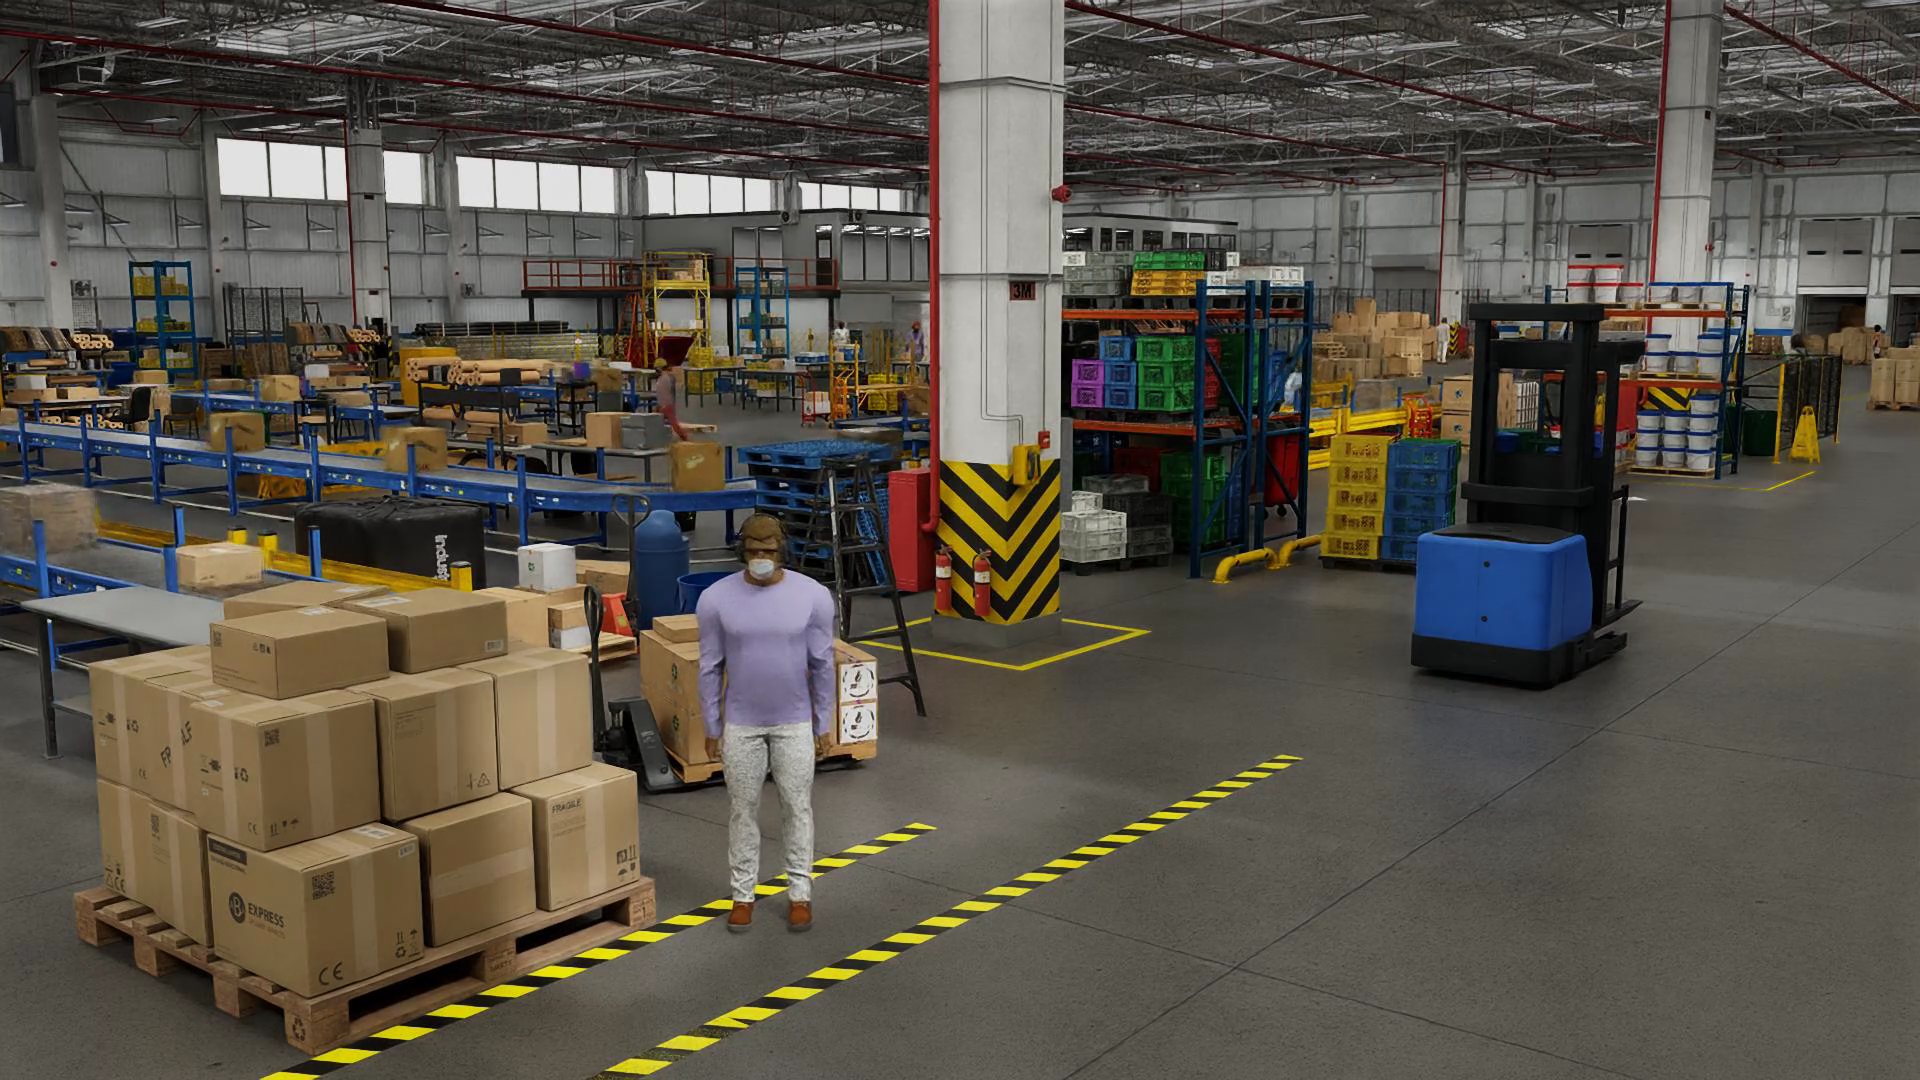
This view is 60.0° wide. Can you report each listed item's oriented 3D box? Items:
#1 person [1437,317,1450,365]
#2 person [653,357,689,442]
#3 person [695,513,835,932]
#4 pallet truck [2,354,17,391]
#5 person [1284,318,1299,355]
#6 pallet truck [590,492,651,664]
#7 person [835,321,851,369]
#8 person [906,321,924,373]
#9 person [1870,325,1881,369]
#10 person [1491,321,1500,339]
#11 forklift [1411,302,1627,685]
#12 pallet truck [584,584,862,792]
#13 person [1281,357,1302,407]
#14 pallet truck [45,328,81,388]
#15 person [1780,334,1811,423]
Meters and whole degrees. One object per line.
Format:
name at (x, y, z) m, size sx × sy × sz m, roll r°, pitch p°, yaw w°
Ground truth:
person at (19.628, -8.083, 67.566) m, size 0.364 × 1.936 × 0.628 m, roll -6°, pitch 10°, yaw -34°
person at (-5.396, -2.489, 30.516) m, size 0.875 × 1.729 × 0.521 m, roll -6°, pitch 10°, yaw -33°
person at (-0.875, 0.829, 7.529) m, size 0.623 × 1.932 × 0.377 m, roll -1°, pitch 8°, yaw -4°
pallet truck at (-24.881, -4.417, 42.634) m, size 1.885 × 1.965 × 0.823 m, roll 8°, pitch 11°, yaw 41°
person at (15.580, -9.585, 78.173) m, size 0.648 × 1.793 × 0.976 m, roll 3°, pitch 9°, yaw 21°
pallet truck at (-3.115, 0.344, 12.883) m, size 0.653 × 1.274 × 1.630 m, roll 7°, pitch 11°, yaw 37°
person at (-4.408, -7.373, 63.067) m, size 0.596 × 1.834 × 0.958 m, roll -7°, pitch 11°, yaw -38°
person at (-1.442, -6.077, 53.800) m, size 0.631 × 1.998 × 0.954 m, roll -1°, pitch 9°, yaw -10°
person at (35.293, -7.443, 64.040) m, size 0.318 × 1.699 × 0.535 m, roll 6°, pitch 11°, yaw 36°
person at (18.956, -6.857, 59.126) m, size 0.393 × 1.985 × 0.611 m, roll 0°, pitch 8°, yaw -2°
forklift at (4.379, -0.438, 12.852) m, size 1.129 × 2.768 × 1.873 m, roll 7°, pitch 11°, yaw 37°
pallet truck at (-1.426, 0.805, 10.019) m, size 1.601 × 1.201 × 0.680 m, roll -4°, pitch 9°, yaw -26°
person at (6.529, -2.779, 32.746) m, size 0.540 × 1.659 × 0.864 m, roll 7°, pitch 11°, yaw 41°
pallet truck at (-23.775, -4.544, 43.495) m, size 1.885 × 1.965 × 0.823 m, roll 6°, pitch 10°, yaw 35°
person at (18.453, -3.559, 36.705) m, size 0.692 × 2.000 × 0.714 m, roll -4°, pitch 9°, yaw -23°
